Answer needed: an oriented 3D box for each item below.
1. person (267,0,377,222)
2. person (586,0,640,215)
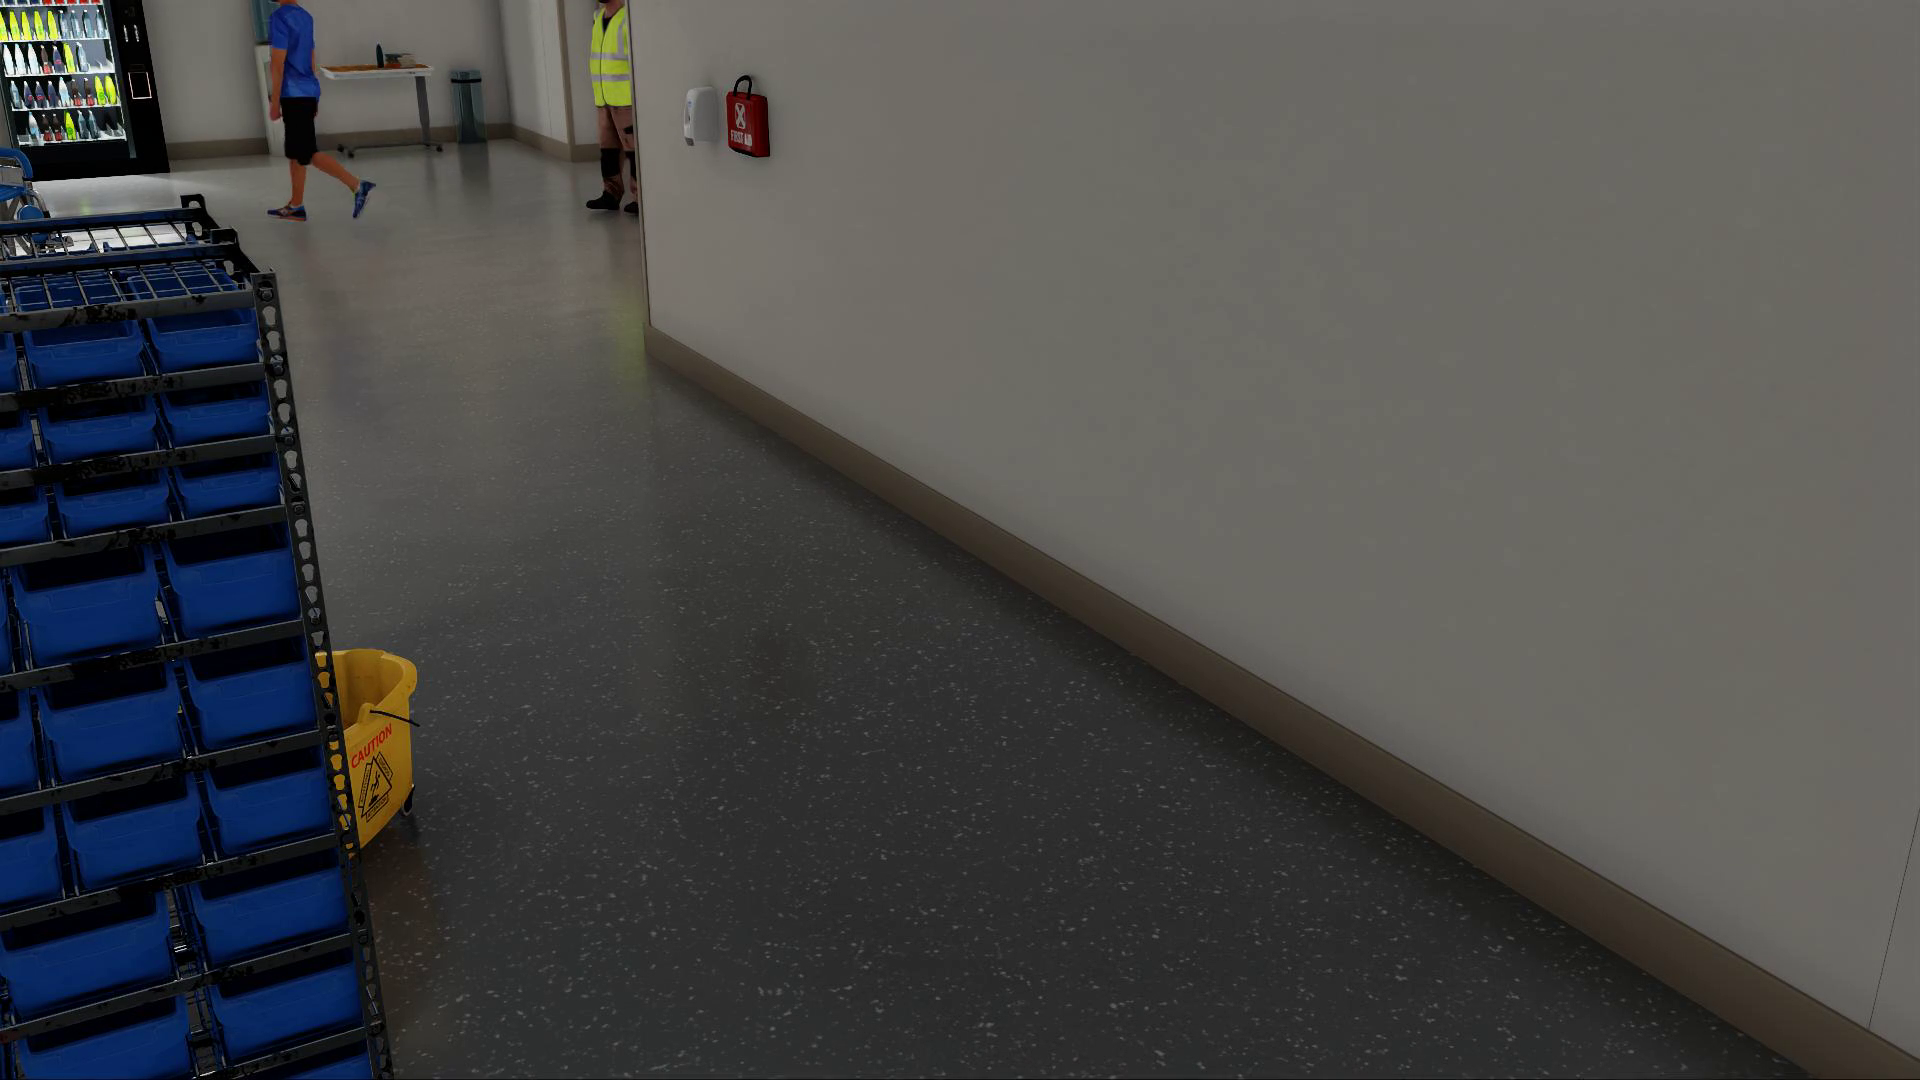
[{"bbox_3d":[-4.834,-3.265,12.342,1.227,1.846,1.022,1,21,4],"label":"person"},{"bbox_3d":[-2.655,-3.478,12.904,0.840,1.846,0.881,12,24,28],"label":"person"}]
